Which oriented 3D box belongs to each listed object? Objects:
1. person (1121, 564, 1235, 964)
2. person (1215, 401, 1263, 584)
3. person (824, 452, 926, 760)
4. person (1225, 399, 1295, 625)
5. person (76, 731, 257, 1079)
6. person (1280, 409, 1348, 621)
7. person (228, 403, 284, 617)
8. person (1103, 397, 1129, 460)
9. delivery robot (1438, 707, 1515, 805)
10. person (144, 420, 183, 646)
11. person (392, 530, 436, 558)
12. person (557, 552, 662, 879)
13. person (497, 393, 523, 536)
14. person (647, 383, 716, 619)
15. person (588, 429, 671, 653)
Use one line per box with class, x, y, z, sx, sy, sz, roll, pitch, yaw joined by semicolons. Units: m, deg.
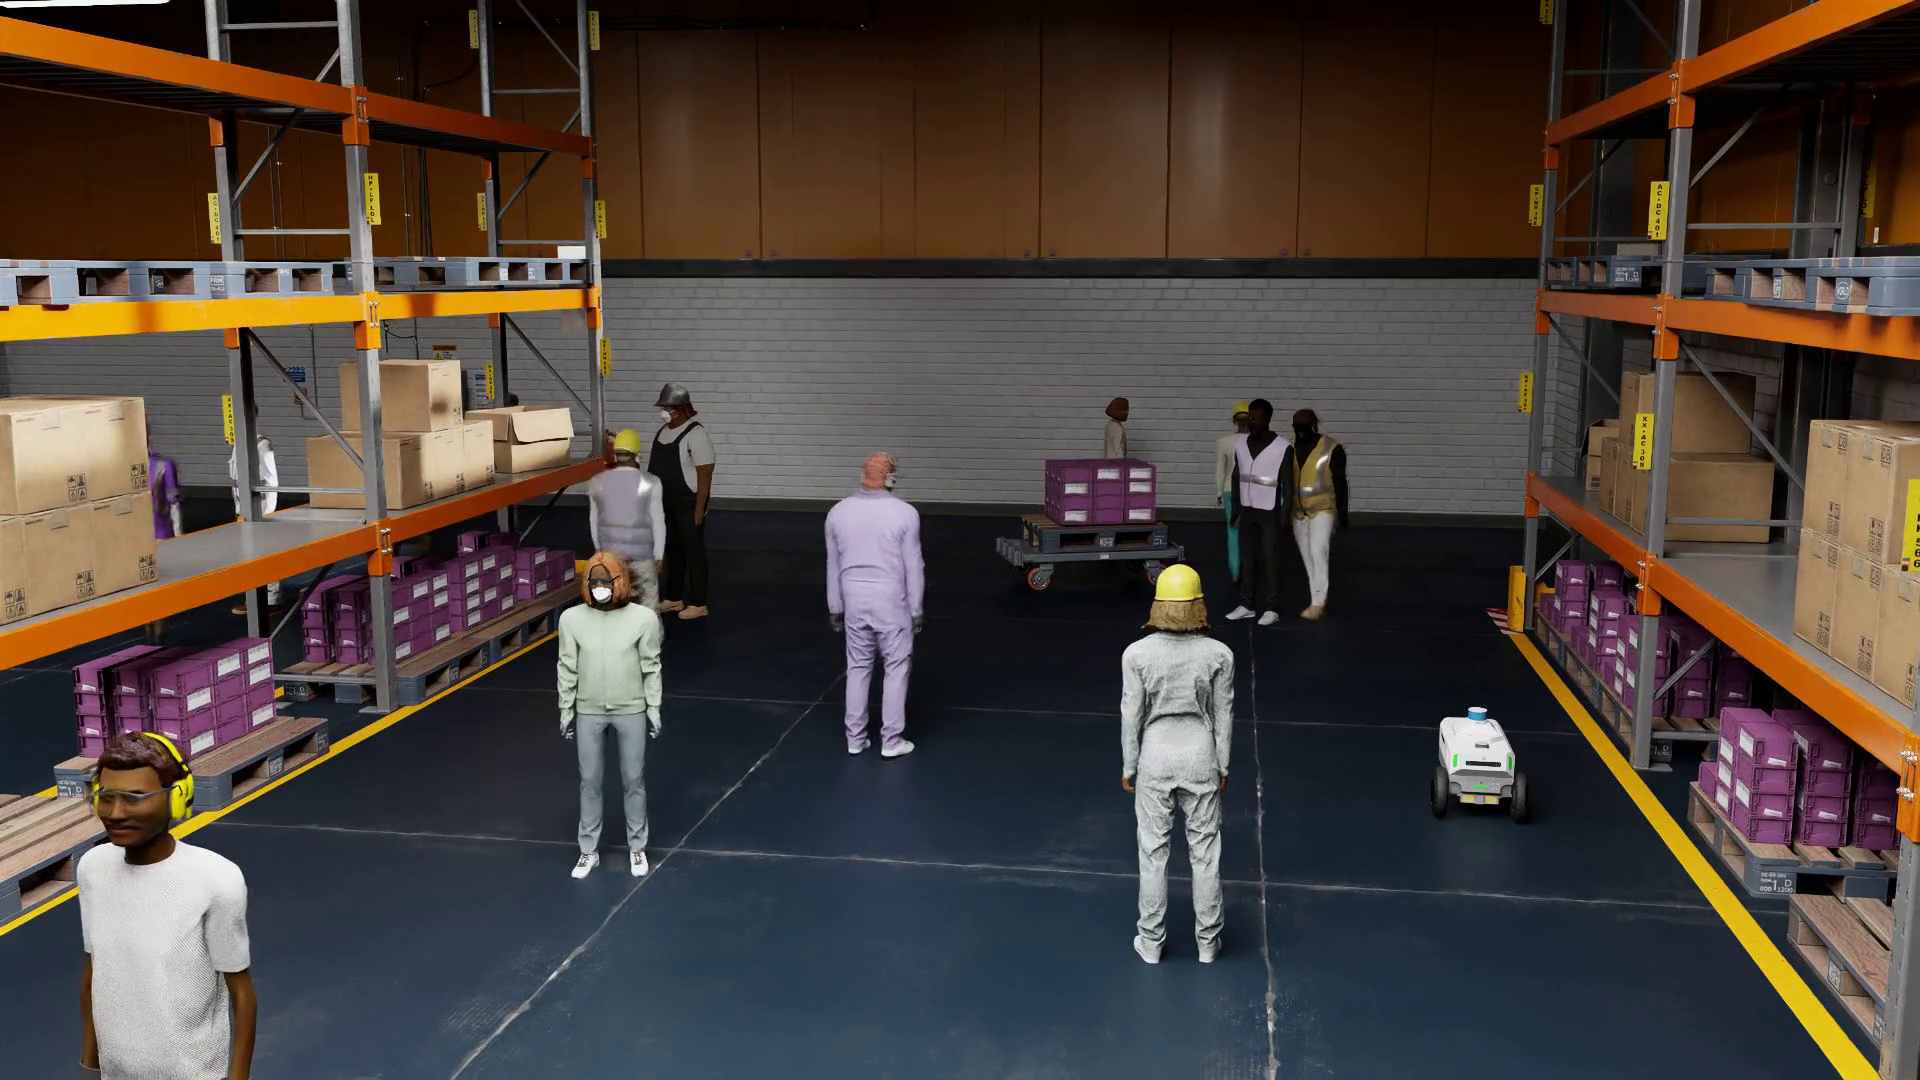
person;0.935;0.969;7.198;0.486;1.740;0.314;1;9;4
person;2.733;-0.466;16.023;0.544;1.738;0.715;3;10;17
person;-0.523;0.407;10.231;0.663;1.886;0.398;4;10;24
person;2.561;-0.245;14.141;0.368;1.916;0.596;-9;13;-44
person;-2.014;1.388;4.200;0.514;1.876;0.328;2;9;13
person;2.992;-0.224;14.391;0.657;1.809;0.709;8;12;41
person;-6.092;-0.263;14.356;0.575;1.881;0.356;8;12;39
person;1.698;-0.743;18.116;0.288;1.623;0.511;-2;9;-10
delivery robot;2.875;1.177;9.273;0.477;0.478;0.707;2;9;11
person;-6.215;0.009;12.571;0.570;1.913;0.780;-2;9;-11
person;-4.984;-0.404;15.195;0.573;1.886;0.841;3;10;16
person;-1.720;0.862;8.192;0.507;1.629;0.267;-1;9;-4
person;-5.059;-0.837;18.686;0.538;1.623;0.384;3;10;18
person;-2.446;-0.339;14.340;0.536;2.000;0.684;-9;13;-44
person;-2.497;0.050;12.682;0.617;1.787;0.893;1;9;6
